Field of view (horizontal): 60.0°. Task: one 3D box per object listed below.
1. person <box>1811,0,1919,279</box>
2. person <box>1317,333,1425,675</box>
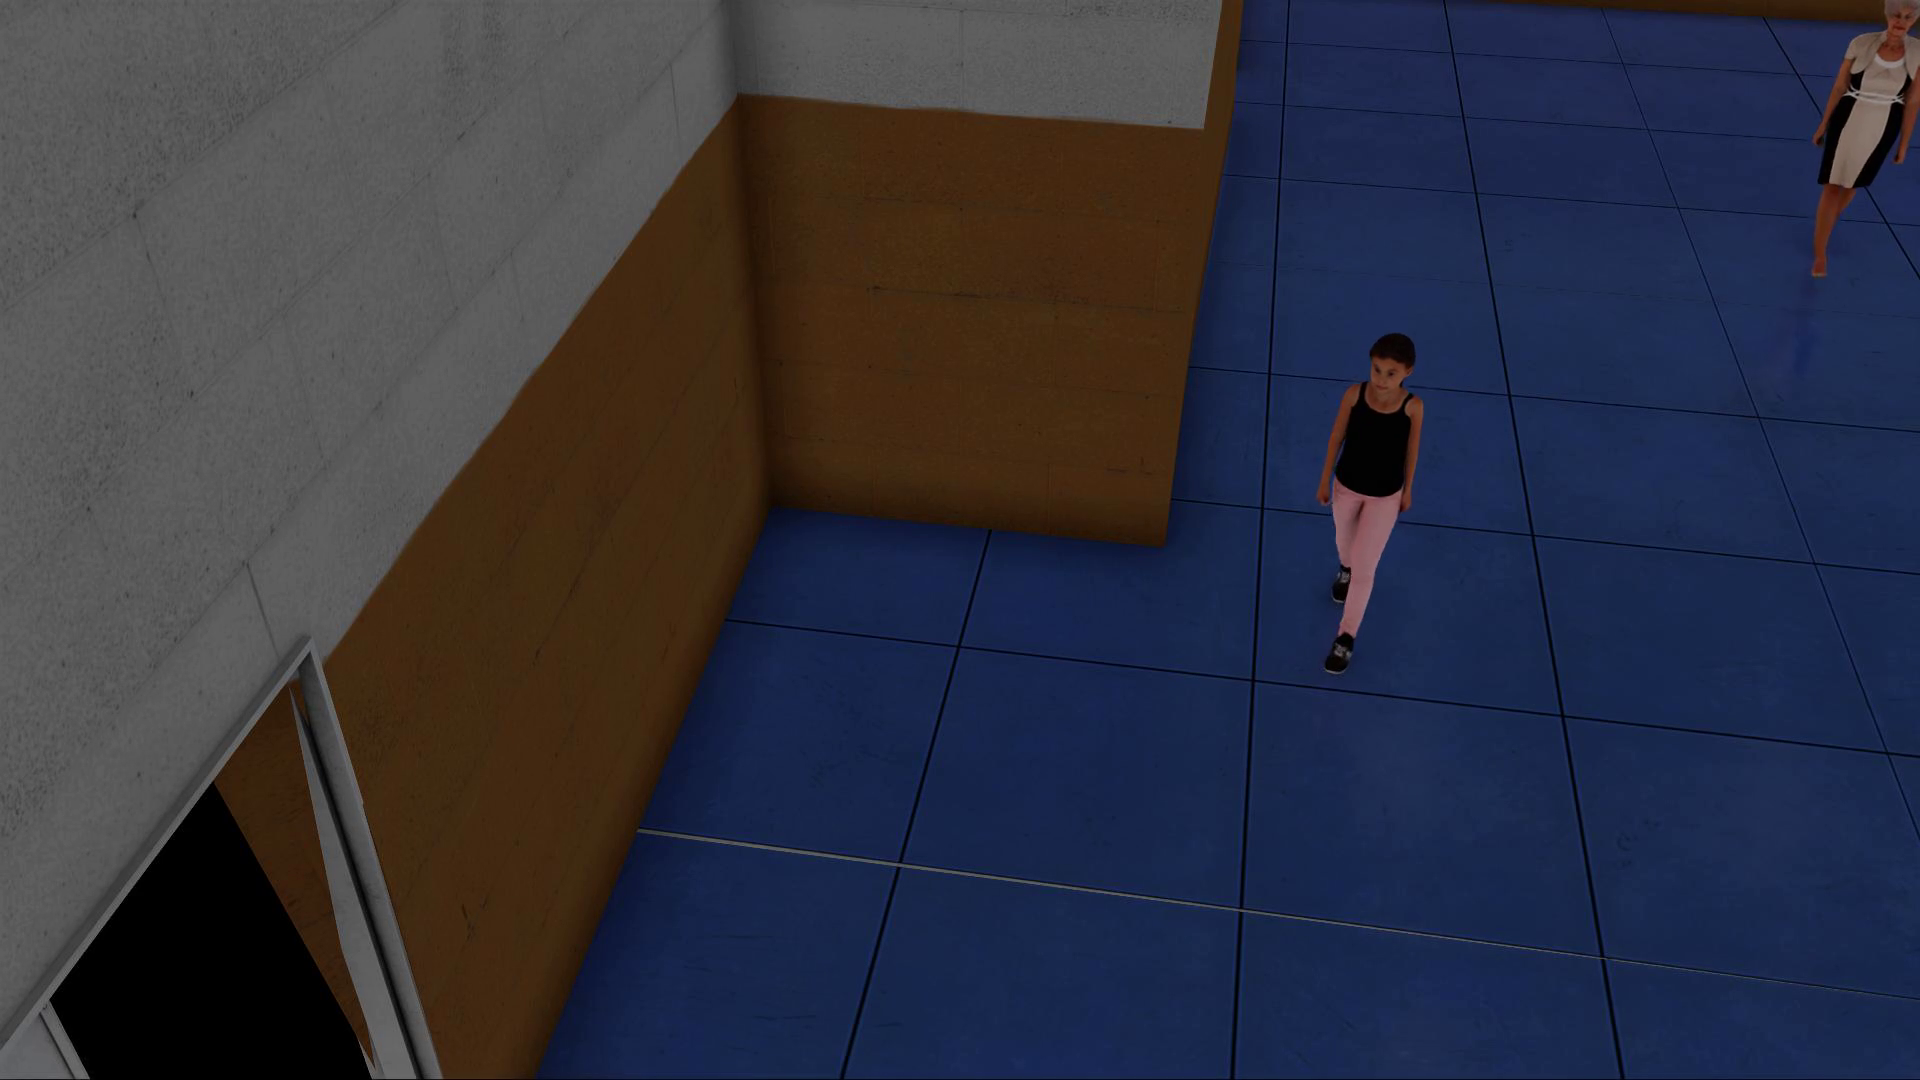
[{"bbox_3d":[5.499,-2.488,10.144,1.070,1.706,0.849,13,39,17],"label":"person"},{"bbox_3d":[1.796,-0.248,7.308,1.022,1.528,0.773,15,40,19],"label":"person"}]
